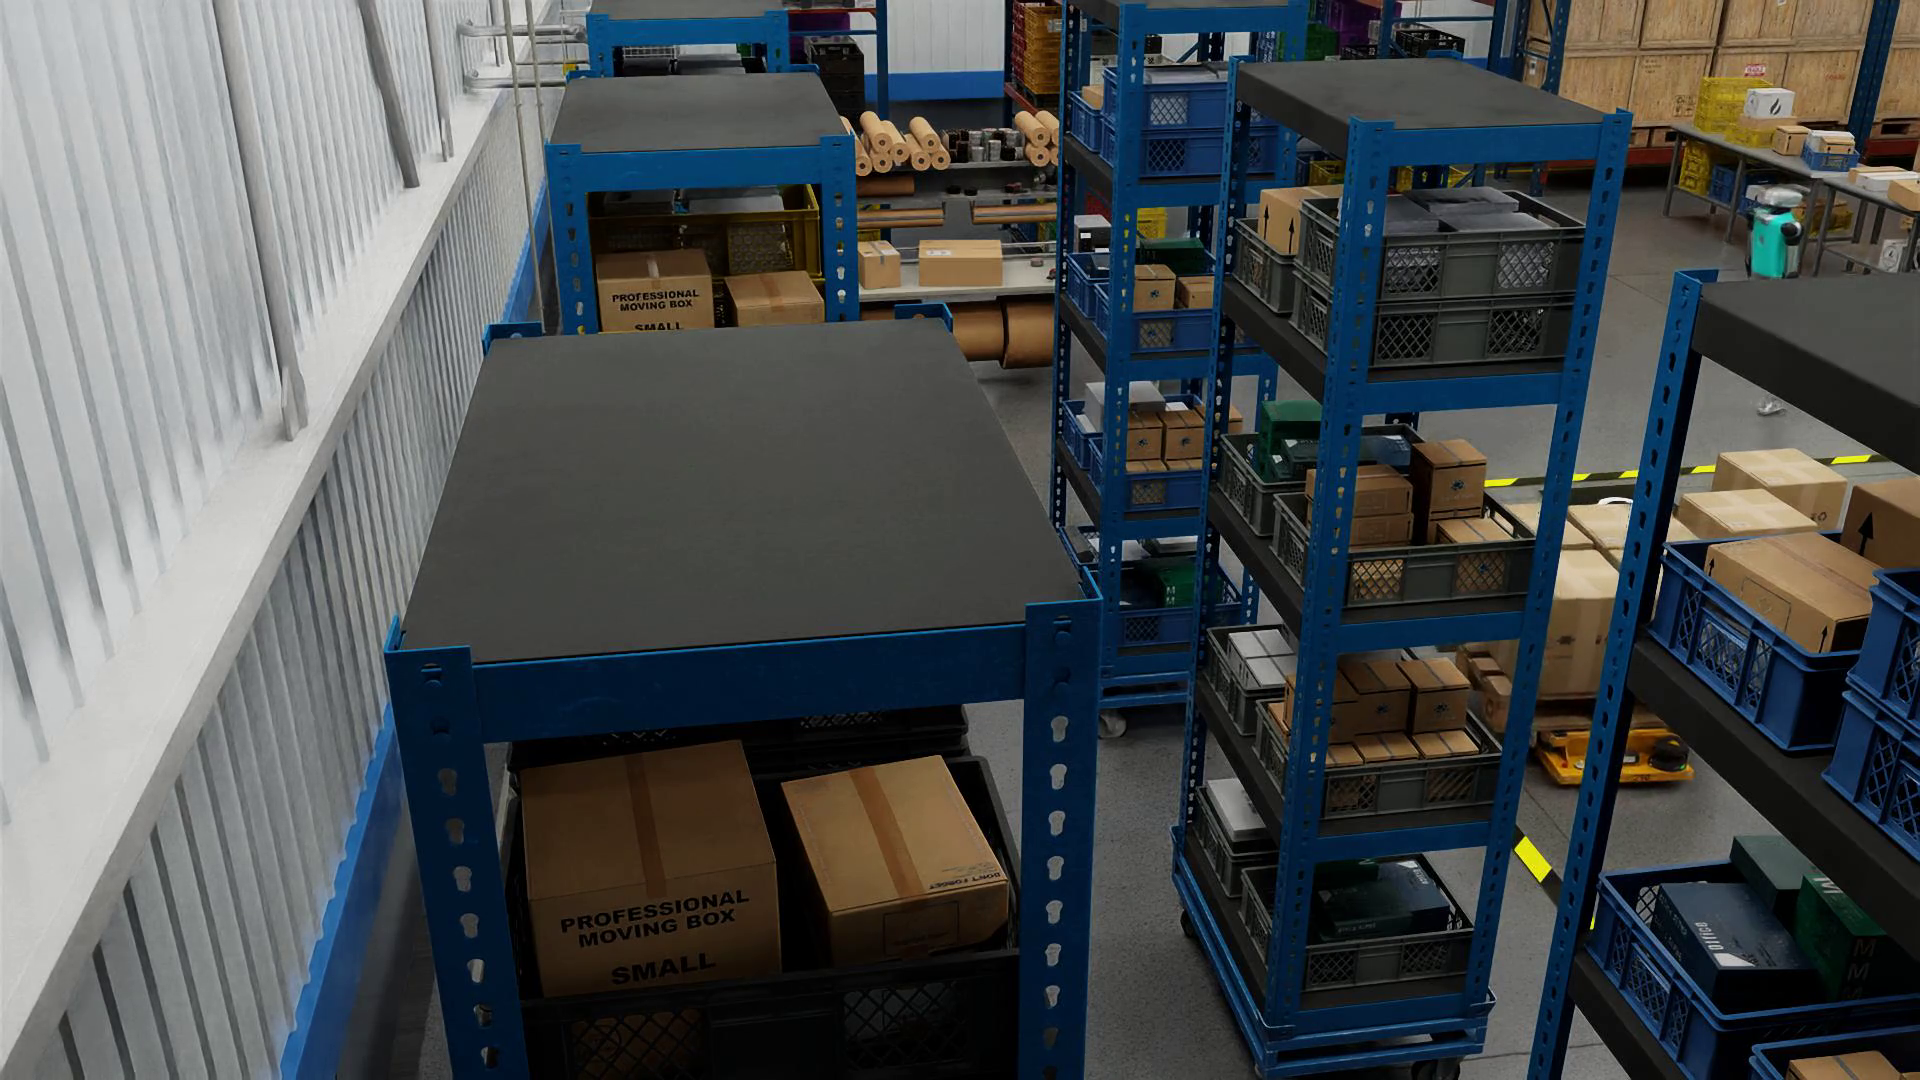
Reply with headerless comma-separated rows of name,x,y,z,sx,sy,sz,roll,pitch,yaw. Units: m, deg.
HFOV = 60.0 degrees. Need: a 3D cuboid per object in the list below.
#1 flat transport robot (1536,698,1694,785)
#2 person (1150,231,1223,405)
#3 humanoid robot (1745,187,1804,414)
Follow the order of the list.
flat transport robot,3.134,0.787,8.555,0.652,0.197,1.431,-2,25,-4
person,1.479,-1.097,10.789,0.589,1.853,0.373,-3,25,-6
humanoid robot,6.146,-1.716,12.327,0.815,1.811,0.536,-5,25,-11
